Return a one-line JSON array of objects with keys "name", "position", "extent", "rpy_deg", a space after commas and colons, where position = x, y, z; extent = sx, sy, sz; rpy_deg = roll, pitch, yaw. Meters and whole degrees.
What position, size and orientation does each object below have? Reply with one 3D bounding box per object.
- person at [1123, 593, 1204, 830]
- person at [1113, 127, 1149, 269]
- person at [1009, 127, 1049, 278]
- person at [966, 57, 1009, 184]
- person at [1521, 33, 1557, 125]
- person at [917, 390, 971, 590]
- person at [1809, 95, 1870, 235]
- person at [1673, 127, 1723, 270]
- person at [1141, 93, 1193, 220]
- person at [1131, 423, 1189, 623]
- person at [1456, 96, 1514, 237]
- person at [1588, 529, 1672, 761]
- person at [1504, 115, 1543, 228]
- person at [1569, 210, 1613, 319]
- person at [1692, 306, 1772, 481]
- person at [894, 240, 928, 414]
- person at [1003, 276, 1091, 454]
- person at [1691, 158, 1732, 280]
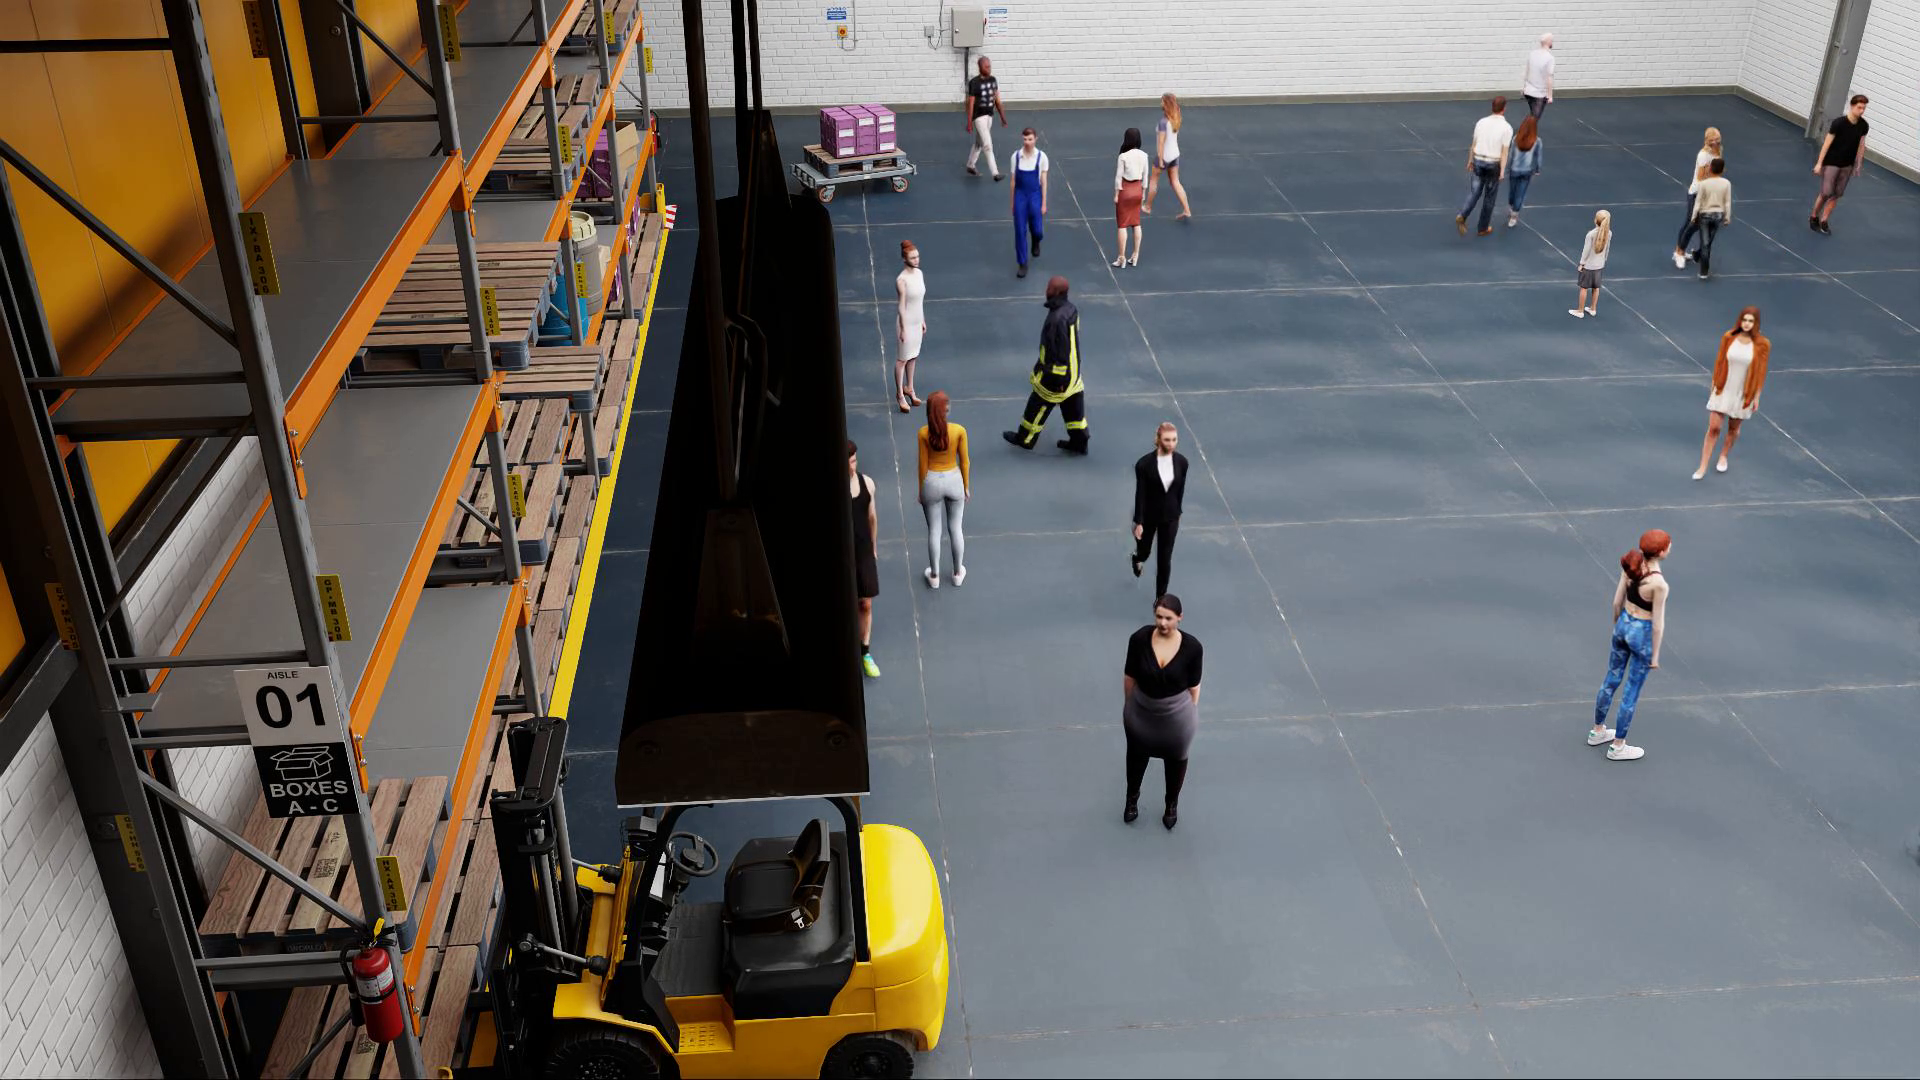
[{"name": "person", "position": [1.311, 1.113, 10.892], "extent": [0.744, 1.760, 0.733], "rpy_deg": [7, 29, 13]}, {"name": "person", "position": [2.121, -4.276, 20.783], "extent": [0.664, 1.749, 0.641], "rpy_deg": [-14, 32, -24]}, {"name": "person", "position": [0.855, -4.222, 20.599], "extent": [0.780, 1.831, 1.064], "rpy_deg": [5, 29, 8]}, {"name": "person", "position": [0.267, -6.088, 24.101], "extent": [1.272, 1.755, 1.159], "rpy_deg": [25, 37, 38]}, {"name": "person", "position": [8.683, -6.761, 25.266], "extent": [0.795, 1.819, 0.674], "rpy_deg": [-10, 30, -18]}, {"name": "person", "position": [-0.142, -0.417, 13.710], "extent": [0.578, 1.748, 0.502], "rpy_deg": [-3, 29, -5]}, {"name": "person", "position": [11.570, -4.990, 21.983], "extent": [0.732, 1.853, 0.636], "rpy_deg": [-1, 29, -3]}, {"name": "person", "position": [9.211, -4.292, 20.780], "extent": [0.826, 1.781, 0.781], "rpy_deg": [16, 32, 26]}, {"name": "person", "position": [2.873, -5.139, 22.426], "extent": [0.998, 1.691, 1.142], "rpy_deg": [-23, 36, -36]}, {"name": "person", "position": [1.552, -0.184, 13.347], "extent": [0.651, 1.687, 1.005], "rpy_deg": [-5, 29, -10]}, {"name": "person", "position": [6.837, -4.841, 21.740], "extent": [1.083, 1.825, 1.122], "rpy_deg": [24, 37, 37]}, {"name": "person", "position": [4.697, 0.718, 11.592], "extent": [0.706, 1.785, 0.609], "rpy_deg": [-11, 31, -20]}, {"name": "person", "position": [7.504, -4.906, 22.251], "extent": [0.873, 1.449, 1.048], "rpy_deg": [11, 31, 20]}, {"name": "person", "position": [7.367, -3.224, 19.350], "extent": [0.560, 1.276, 0.581], "rpy_deg": [-10, 30, -17]}, {"name": "person", "position": [7.290, -1.416, 15.603], "extent": [0.932, 1.689, 1.038], "rpy_deg": [16, 32, 27]}, {"name": "person", "position": [-0.512, -2.168, 16.876], "extent": [0.699, 1.792, 0.619], "rpy_deg": [17, 33, 29]}, {"name": "person", "position": [1.048, -1.648, 15.927], "extent": [1.095, 1.787, 1.153], "rpy_deg": [11, 30, 19]}, {"name": "person", "position": [9.252, -3.923, 20.467], "extent": [0.645, 1.432, 0.995], "rpy_deg": [1, 29, 2]}]
